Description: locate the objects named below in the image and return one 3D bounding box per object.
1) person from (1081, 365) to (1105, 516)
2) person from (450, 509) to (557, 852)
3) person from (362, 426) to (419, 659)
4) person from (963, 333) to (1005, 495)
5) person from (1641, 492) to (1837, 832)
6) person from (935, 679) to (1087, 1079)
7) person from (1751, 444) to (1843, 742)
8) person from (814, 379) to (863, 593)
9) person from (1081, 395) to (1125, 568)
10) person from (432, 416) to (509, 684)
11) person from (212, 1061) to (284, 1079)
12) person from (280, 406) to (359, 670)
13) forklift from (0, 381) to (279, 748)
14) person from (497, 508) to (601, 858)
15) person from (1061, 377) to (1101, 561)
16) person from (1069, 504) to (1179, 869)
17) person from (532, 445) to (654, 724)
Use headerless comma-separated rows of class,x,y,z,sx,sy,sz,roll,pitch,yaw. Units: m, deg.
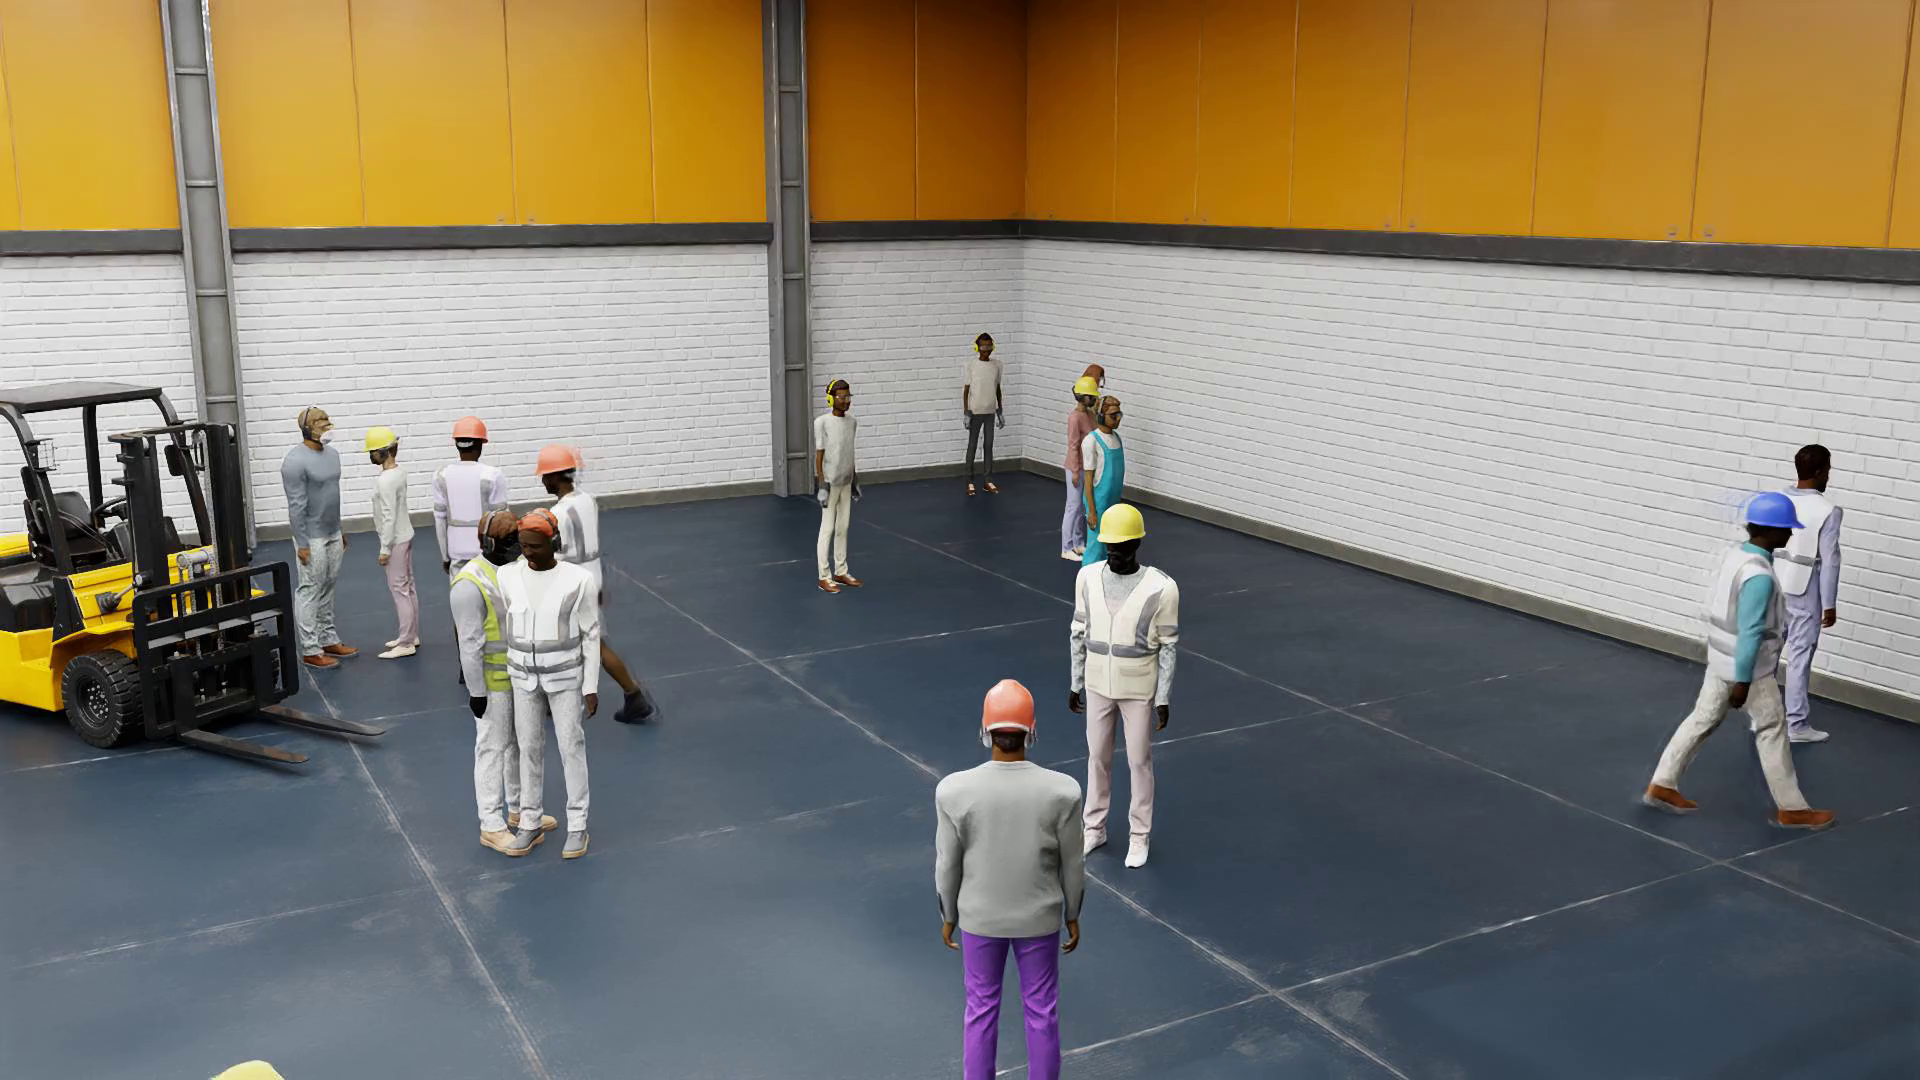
person,1.422,-1.081,17.990,0.278,1.631,0.507,1,12,4
person,-2.433,0.739,8.968,0.429,1.842,0.636,4,13,19
person,-4.293,0.015,12.559,0.321,1.761,0.522,-2,12,-7
person,0.279,-1.460,19.208,0.521,1.873,0.334,-5,13,-21
person,4.349,0.660,9.218,0.996,1.904,0.615,2,12,10
person,0.189,1.372,6.208,0.562,1.752,0.324,0,12,1
person,5.353,0.336,10.674,0.398,1.920,0.589,-5,13,-21
person,-1.062,-0.484,14.629,0.331,1.874,0.519,10,15,38
person,1.195,-0.273,13.701,0.345,1.846,0.507,8,14,33
person,-3.445,0.077,11.863,0.542,1.930,0.376,1,12,6
person,-1.534,1.956,3.499,0.535,1.740,0.761,10,16,39
person,-4.745,-0.027,12.329,0.379,1.940,0.629,2,12,9
forklift,-5.853,0.085,11.199,2.313,2.155,1.214,7,14,28
person,-2.185,0.754,8.793,0.574,1.887,0.355,1,12,7
person,1.171,-0.678,15.811,0.344,1.759,0.522,5,13,22
person,0.838,0.755,8.686,0.585,1.929,0.370,6,14,27
person,-2.505,0.303,10.945,1.024,1.880,0.549,1,12,7
